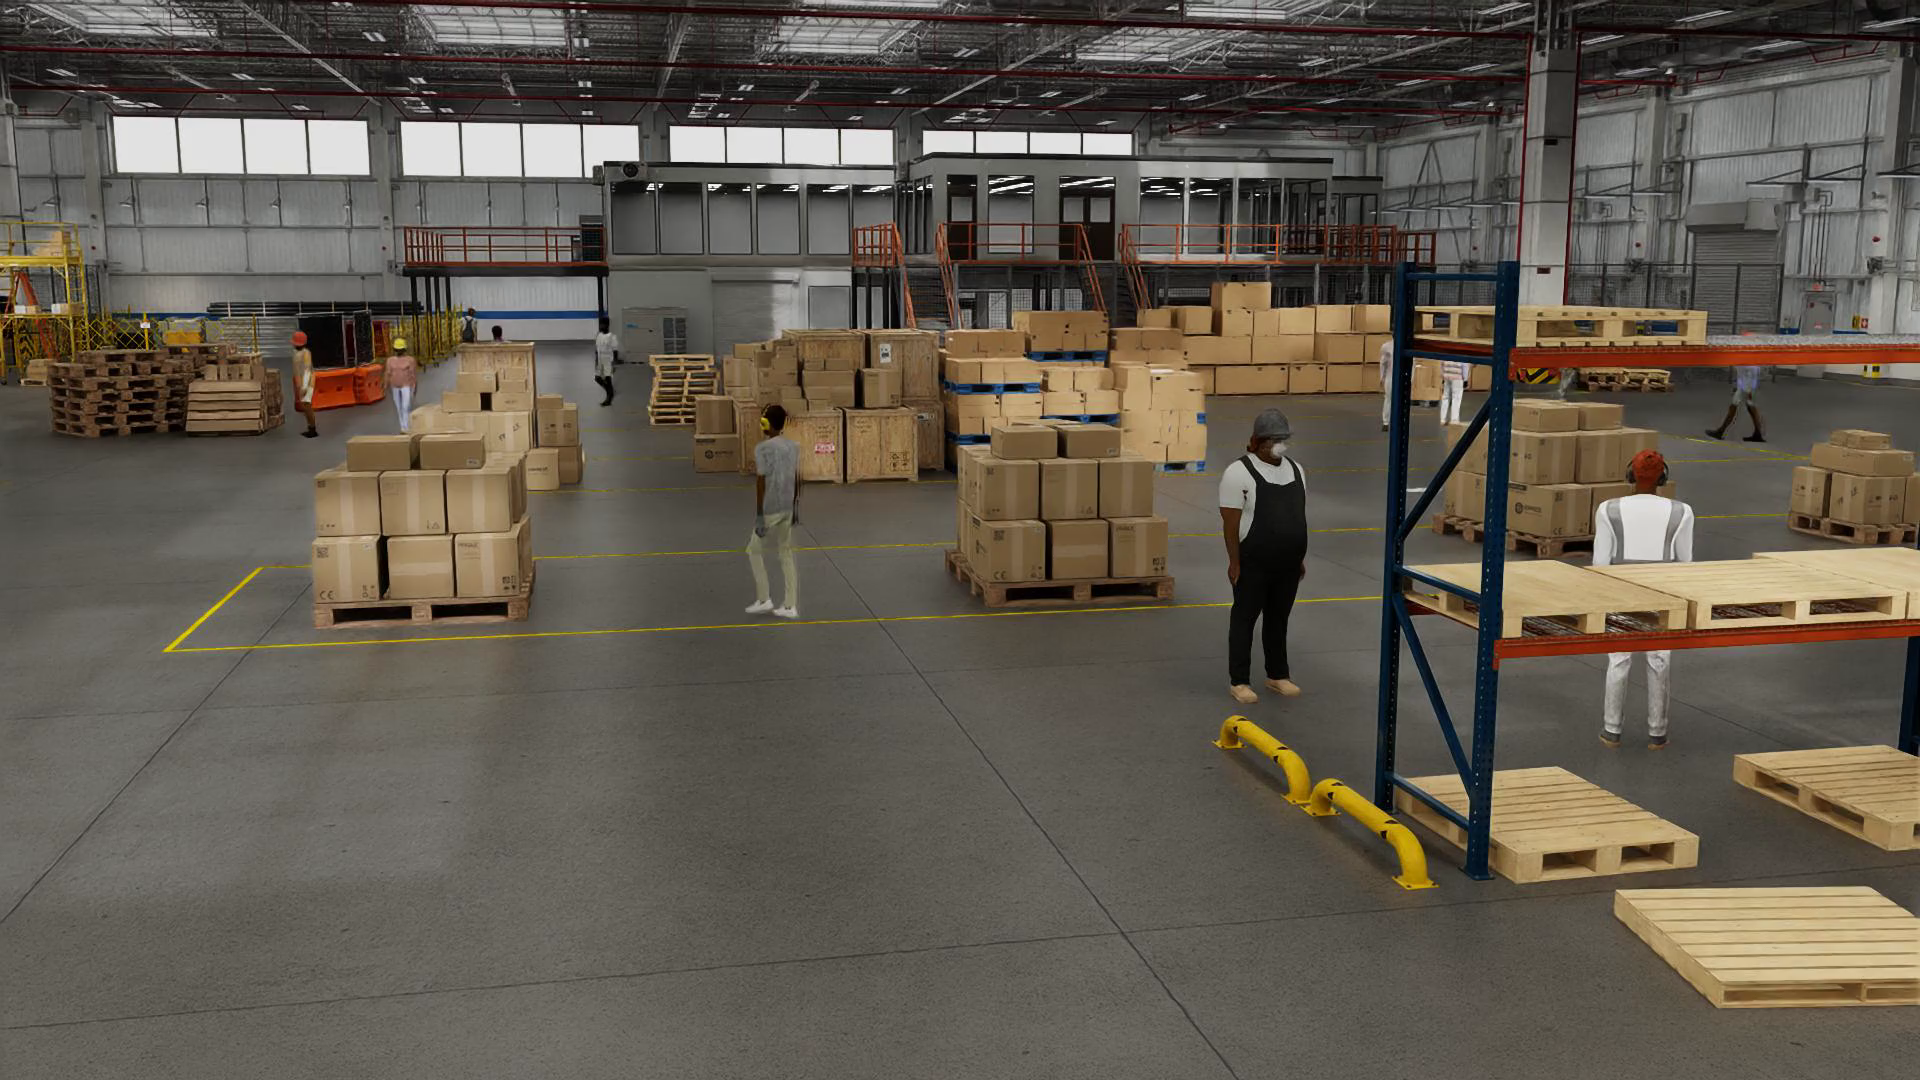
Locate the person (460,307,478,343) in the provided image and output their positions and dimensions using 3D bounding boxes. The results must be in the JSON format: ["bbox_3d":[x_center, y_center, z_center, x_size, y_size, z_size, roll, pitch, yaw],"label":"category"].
[{"bbox_3d":[-14.760,-6.083,49.964,0.534,1.810,0.688,-3,10,-15],"label":"person"}]

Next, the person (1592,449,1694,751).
[{"bbox_3d":[4.233,0.376,10.369,0.574,1.882,0.358,3,10,19],"label":"person"}]

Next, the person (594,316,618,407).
[{"bbox_3d":[-7.639,-3.852,35.909,0.642,1.954,0.442,6,11,31],"label":"person"}]

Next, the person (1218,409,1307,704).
[{"bbox_3d":[2.158,0.106,11.532,0.682,2.000,0.537,-5,11,-28],"label":"person"}]

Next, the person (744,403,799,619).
[{"bbox_3d":[-1.635,-0.251,14.289,0.653,1.846,0.550,9,13,43],"label":"person"}]

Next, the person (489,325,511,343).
[{"bbox_3d":[-8.824,-3.168,31.913,0.620,1.898,0.453,-5,10,-27],"label":"person"}]

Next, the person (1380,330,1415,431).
[{"bbox_3d":[8.008,-2.951,30.473,0.630,1.938,0.366,2,9,10],"label":"person"}]

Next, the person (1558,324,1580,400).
[{"bbox_3d":[13.694,-3.997,37.488,0.521,1.724,0.506,-5,10,-27],"label":"person"}]

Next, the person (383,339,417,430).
[{"bbox_3d":[-9.923,-2.674,29.420,0.528,1.740,0.784,1,9,6],"label":"person"}]

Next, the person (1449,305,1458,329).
[{"bbox_3d":[15.128,-6.226,50.670,0.583,1.867,0.415,-6,11,-31],"label":"person"}]

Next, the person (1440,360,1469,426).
[{"bbox_3d":[9.350,-3.040,31.396,0.432,1.831,0.636,-5,10,-26],"label":"person"}]

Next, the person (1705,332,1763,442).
[{"bbox_3d":[13.470,-2.649,28.772,0.974,1.890,0.555,7,12,36],"label":"person"}]

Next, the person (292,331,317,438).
[{"bbox_3d":[-11.576,-2.735,29.324,0.438,1.890,0.682,-7,12,-38],"label":"person"}]

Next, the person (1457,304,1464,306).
[{"bbox_3d":[15.542,-6.431,51.771,0.614,1.917,0.945,6,11,35],"label":"person"}]
